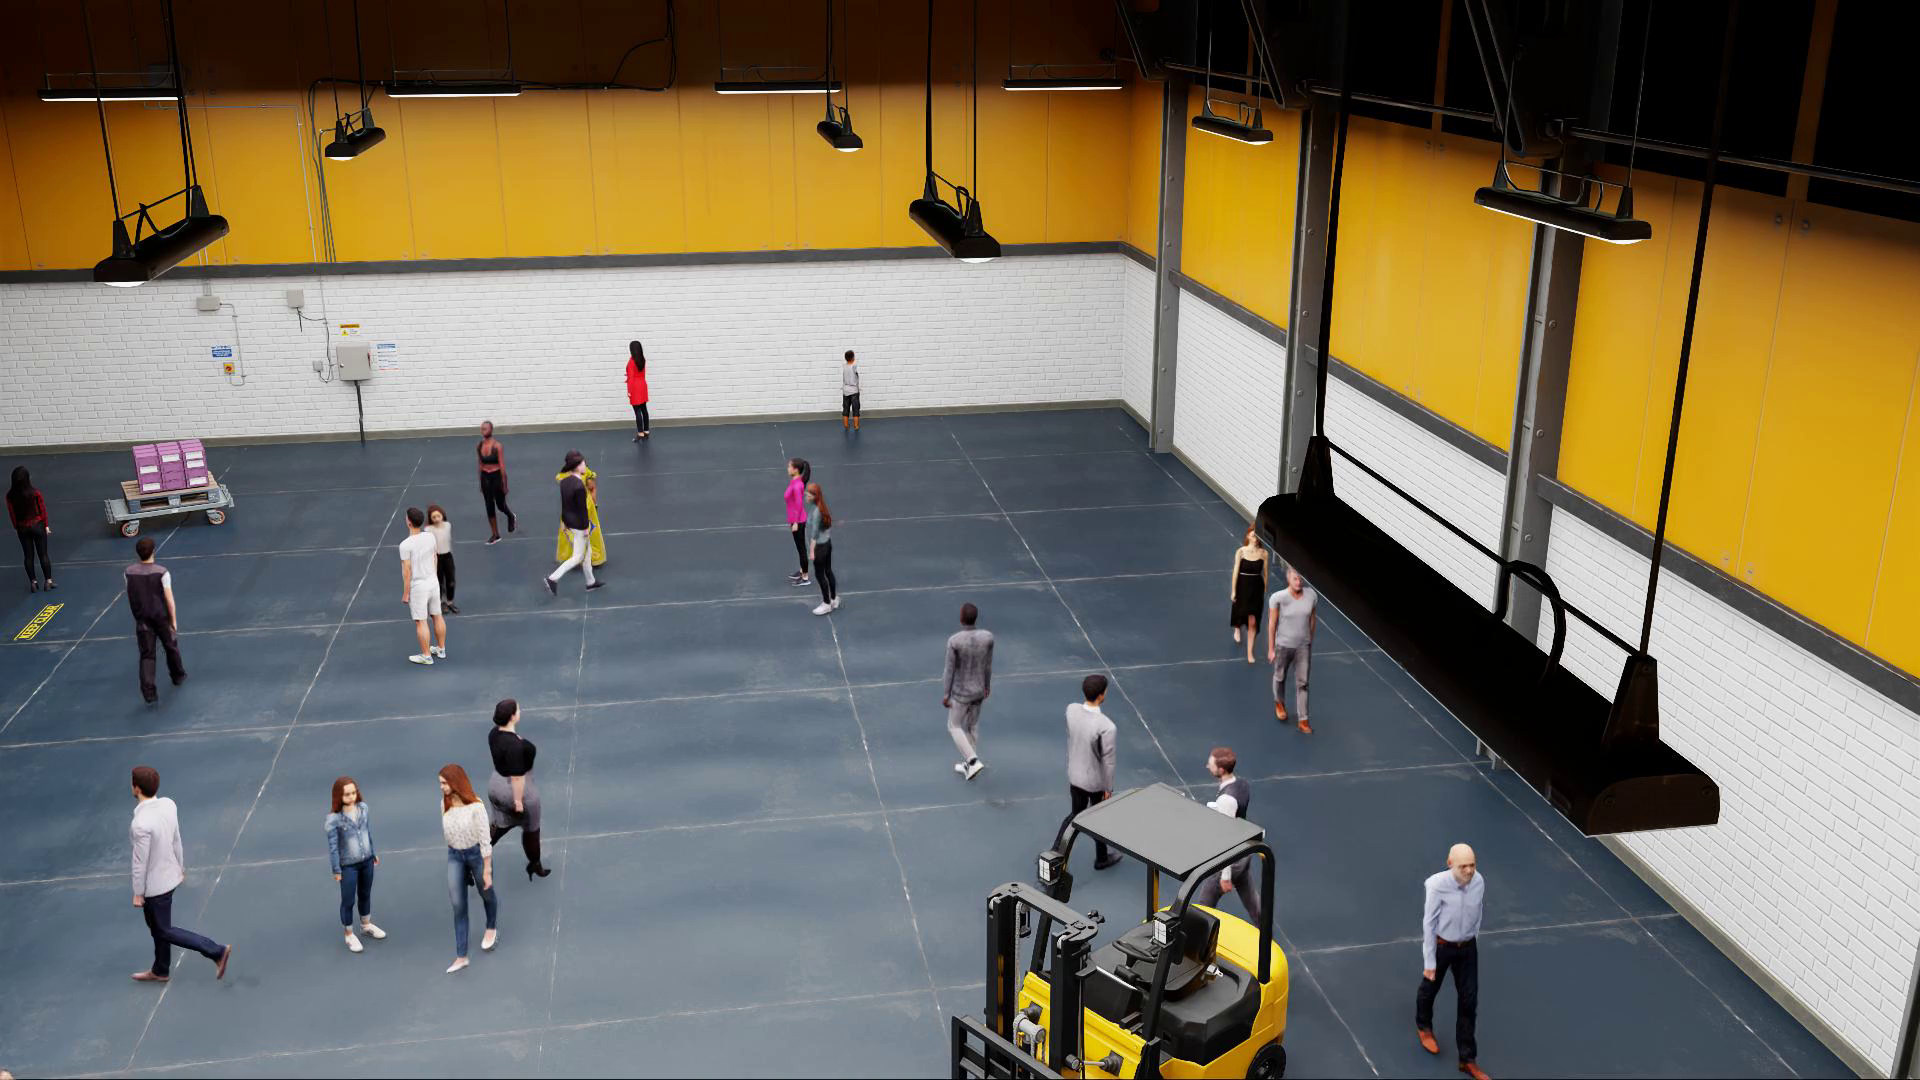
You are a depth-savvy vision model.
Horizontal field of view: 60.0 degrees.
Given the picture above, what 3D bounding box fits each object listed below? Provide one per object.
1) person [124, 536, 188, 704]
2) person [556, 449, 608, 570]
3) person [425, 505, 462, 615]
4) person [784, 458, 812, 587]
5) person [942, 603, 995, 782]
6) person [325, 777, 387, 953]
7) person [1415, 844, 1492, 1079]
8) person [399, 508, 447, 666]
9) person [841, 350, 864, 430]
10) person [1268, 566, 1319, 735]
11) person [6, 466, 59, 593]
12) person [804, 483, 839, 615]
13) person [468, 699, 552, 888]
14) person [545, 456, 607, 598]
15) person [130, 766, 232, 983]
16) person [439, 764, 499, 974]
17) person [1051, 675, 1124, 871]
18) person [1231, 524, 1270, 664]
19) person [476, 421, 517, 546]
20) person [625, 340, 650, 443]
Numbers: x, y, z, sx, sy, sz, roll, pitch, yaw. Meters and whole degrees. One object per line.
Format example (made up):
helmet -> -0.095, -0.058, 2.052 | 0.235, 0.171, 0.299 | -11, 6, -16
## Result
person -> -8.801, 0.898, 18.070 | 0.650, 1.813, 1.147 | -4, 19, -12
person -> -5.093, -0.422, 22.229 | 0.858, 1.660, 0.773 | -2, 19, -6
person -> -6.453, 0.233, 20.612 | 0.774, 1.449, 0.712 | 13, 23, 34
person -> -2.096, -0.254, 21.669 | 0.650, 1.698, 0.514 | -2, 19, -6
person -> 0.120, 1.524, 16.191 | 0.869, 1.824, 0.933 | -11, 22, -30
person -> -4.932, 2.605, 13.527 | 0.699, 1.476, 0.625 | 11, 22, 30
person -> 3.512, 2.948, 12.068 | 0.678, 1.757, 1.012 | -4, 19, -11
person -> -6.177, 0.520, 19.126 | 0.829, 1.855, 0.749 | 10, 21, 28
person -> -1.922, -2.691, 29.284 | 0.646, 1.456, 0.641 | 5, 19, 16
person -> 3.461, 1.087, 17.540 | 0.726, 1.793, 1.061 | -2, 19, -7
person -> -11.948, -0.140, 21.393 | 0.590, 1.658, 0.514 | -4, 19, -13
person -> -1.688, 0.085, 20.634 | 0.888, 1.716, 0.626 | 6, 19, 16
person -> -3.930, 2.221, 14.263 | 1.052, 1.734, 1.093 | -17, 25, -40
person -> -4.963, -0.148, 21.174 | 1.098, 1.814, 1.163 | -15, 24, -37
person -> -6.117, 2.643, 12.882 | 0.827, 1.817, 1.035 | -1, 19, -3
person -> -3.908, 2.539, 13.380 | 0.827, 1.695, 1.073 | 2, 19, 7
person -> 1.057, 2.072, 14.437 | 1.179, 1.906, 1.182 | -18, 25, -42
person -> 3.352, 0.582, 19.331 | 0.735, 1.606, 0.986 | 2, 19, 5
person -> -6.484, -0.833, 23.318 | 0.804, 1.744, 0.955 | 5, 19, 15
person -> -5.499, -2.553, 28.421 | 0.796, 1.747, 0.719 | 8, 20, 24
